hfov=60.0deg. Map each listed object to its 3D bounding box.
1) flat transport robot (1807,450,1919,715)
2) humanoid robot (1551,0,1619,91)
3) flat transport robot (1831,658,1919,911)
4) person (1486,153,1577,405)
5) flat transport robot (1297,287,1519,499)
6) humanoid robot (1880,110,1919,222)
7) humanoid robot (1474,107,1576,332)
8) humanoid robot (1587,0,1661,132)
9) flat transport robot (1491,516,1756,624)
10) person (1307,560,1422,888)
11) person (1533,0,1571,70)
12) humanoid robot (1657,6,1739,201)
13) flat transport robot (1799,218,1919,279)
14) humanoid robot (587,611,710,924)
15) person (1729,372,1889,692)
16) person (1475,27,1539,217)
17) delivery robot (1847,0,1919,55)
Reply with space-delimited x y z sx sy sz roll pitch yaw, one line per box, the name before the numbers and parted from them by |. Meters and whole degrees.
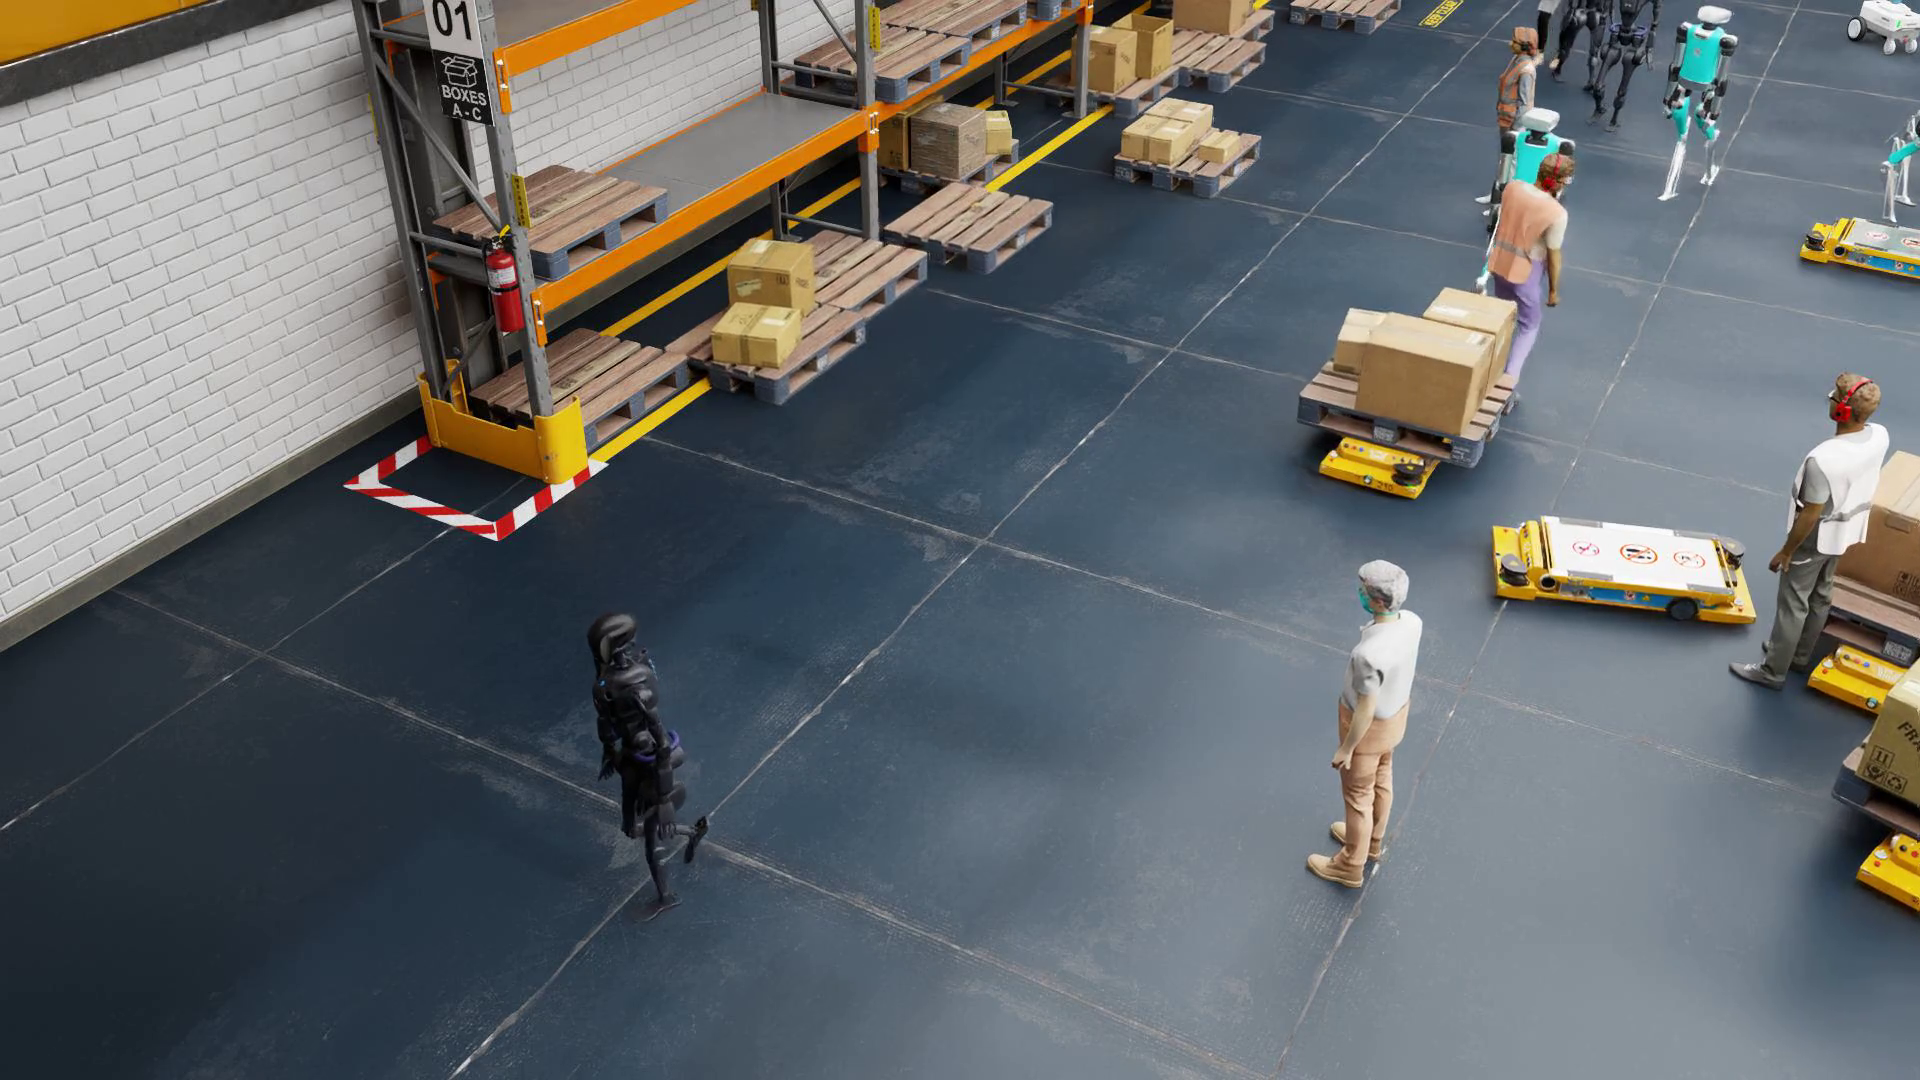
flat transport robot | 5.346 0.562 9.297 0.659 0.231 1.431 27 42 34
humanoid robot | 6.534 -5.491 17.205 0.600 1.621 0.748 -8 34 -12
flat transport robot | 4.970 1.393 8.040 1.431 0.231 0.659 -28 43 -35
person | 3.857 -1.831 11.528 0.451 1.808 0.625 -18 38 -25
flat transport robot | 3.001 -0.751 11.285 0.659 0.231 1.431 18 37 25
humanoid robot | 8.304 -3.579 14.244 0.543 1.761 0.838 -9 35 -13
humanoid robot | 3.989 -2.160 12.137 0.554 1.774 1.027 20 38 28
humanoid robot | 6.440 -4.773 16.095 0.602 1.649 0.333 21 39 28
flat transport robot | 3.928 0.168 9.893 1.431 0.231 0.659 7 34 10
person | 1.852 0.840 7.543 0.320 1.739 0.474 24 40 32
person | 6.387 -5.824 17.670 0.549 1.675 0.573 24 40 31
humanoid robot | 6.617 -3.877 14.736 0.936 1.812 0.555 -26 41 -33
flat transport robot | 7.771 -2.361 13.719 1.431 0.231 0.659 20 38 27
humanoid robot | -1.328 0.986 7.382 0.493 1.646 0.609 -23 40 -31
person | 4.506 -0.008 8.733 0.563 1.843 0.395 -20 38 -28
person | 4.763 -3.608 14.360 0.313 1.641 0.514 4 34 6
delivery robot | 10.429 -5.806 18.691 0.499 0.614 0.808 -5 34 -8
